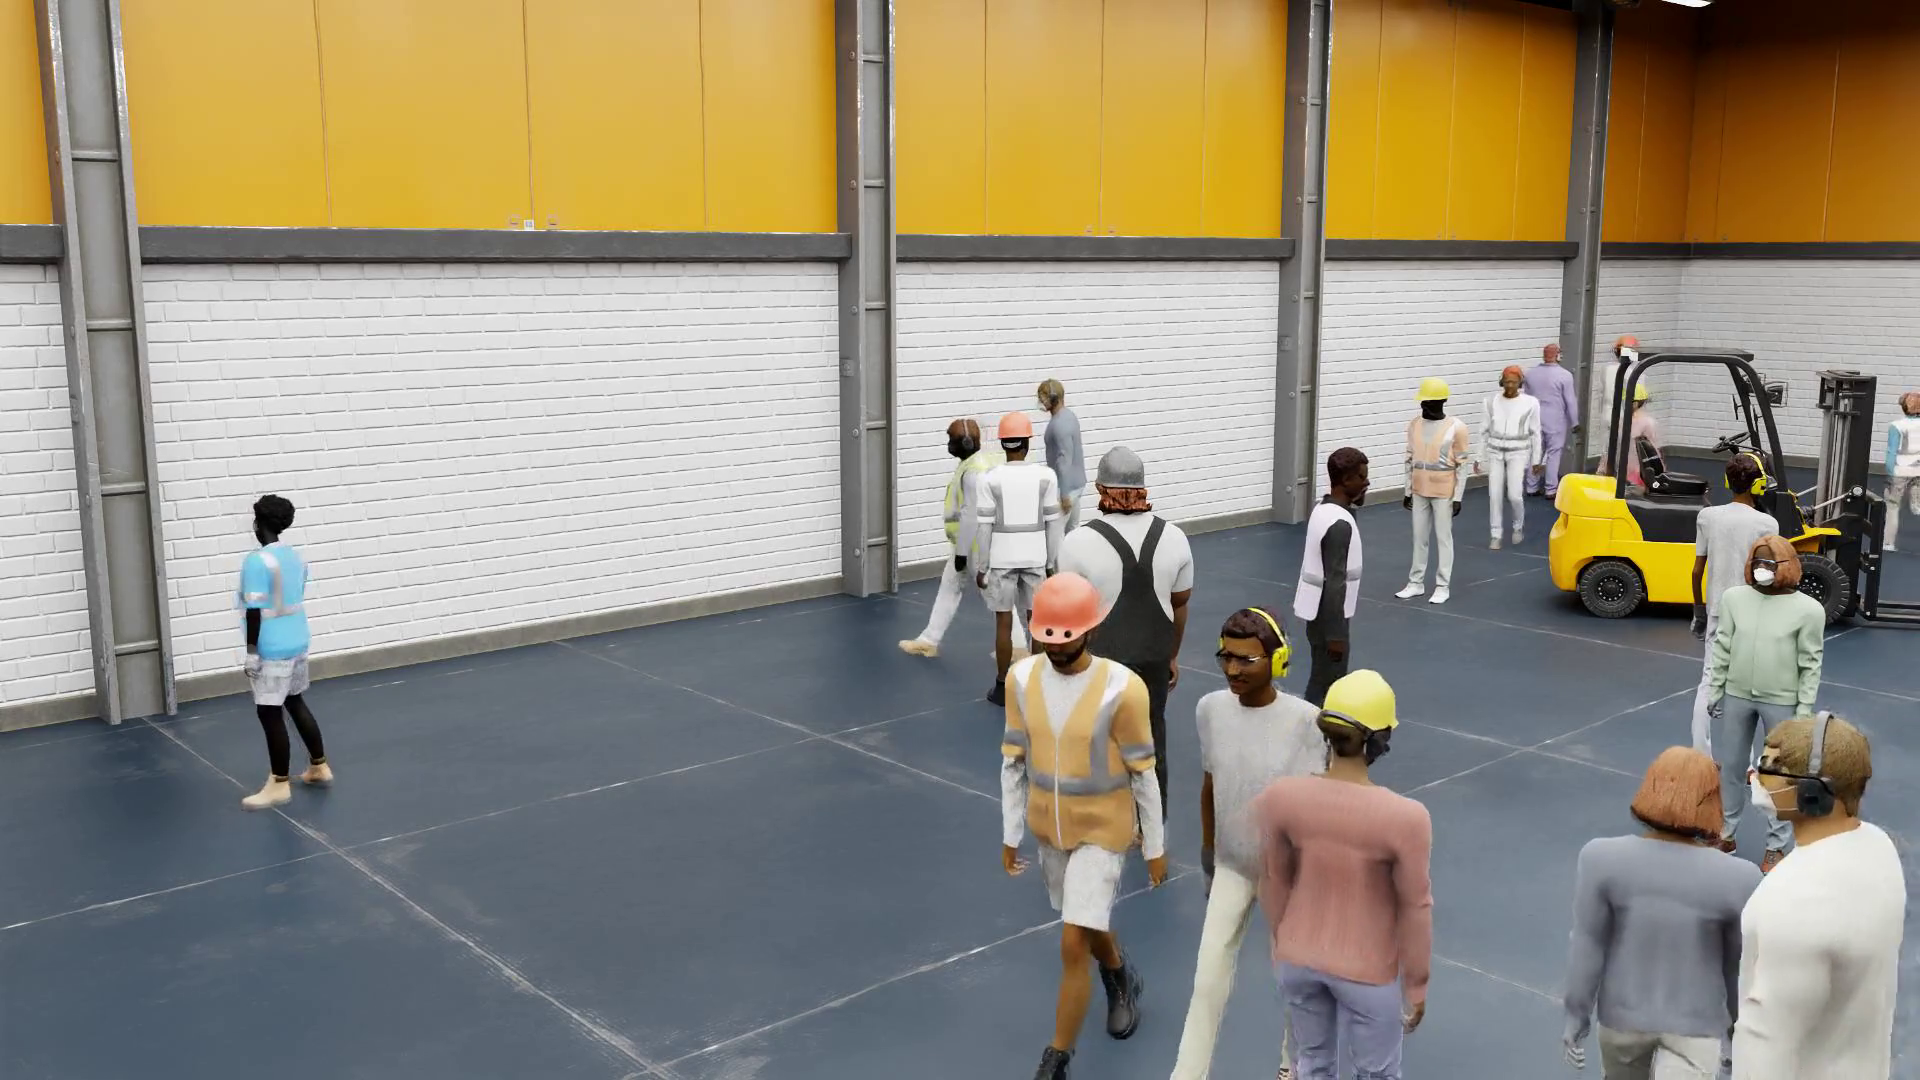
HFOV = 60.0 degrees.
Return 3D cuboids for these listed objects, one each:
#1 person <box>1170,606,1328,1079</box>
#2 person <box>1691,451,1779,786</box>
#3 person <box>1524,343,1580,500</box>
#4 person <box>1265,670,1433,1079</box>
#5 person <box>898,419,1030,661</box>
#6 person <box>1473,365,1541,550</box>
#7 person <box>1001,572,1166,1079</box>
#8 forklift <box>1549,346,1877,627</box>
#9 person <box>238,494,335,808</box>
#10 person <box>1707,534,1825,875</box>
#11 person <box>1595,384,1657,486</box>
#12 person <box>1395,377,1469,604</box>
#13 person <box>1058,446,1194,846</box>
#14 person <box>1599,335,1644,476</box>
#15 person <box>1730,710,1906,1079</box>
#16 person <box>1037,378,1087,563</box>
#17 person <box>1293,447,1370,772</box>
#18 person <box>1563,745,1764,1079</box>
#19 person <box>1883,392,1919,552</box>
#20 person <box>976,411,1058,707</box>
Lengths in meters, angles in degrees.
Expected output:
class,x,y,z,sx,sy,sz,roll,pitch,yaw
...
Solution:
class,x,y,z,sx,sy,sz,roll,pitch,yaw
person,0.943,1.121,5.460,0.492,1.818,0.986,7,12,34
person,4.324,0.438,9.275,0.329,1.873,0.516,-6,12,-33
person,7.136,-1.429,20.123,0.423,1.904,0.663,-7,12,-34
person,1.090,1.259,4.858,0.523,1.748,0.575,7,12,34
person,0.064,0.011,12.049,0.978,1.783,0.637,0,10,-1
person,5.485,-0.822,16.664,0.599,1.865,0.419,6,11,31
person,0.466,1.007,5.945,0.587,1.892,0.967,6,12,33
forklift,6.109,-0.478,13.691,2.313,2.155,1.214,3,10,16
person,-3.650,0.594,8.967,0.363,1.667,0.587,0,10,1
person,3.839,0.779,7.972,0.280,1.633,0.500,-9,13,-43
person,6.439,-0.655,16.122,0.911,1.722,0.531,-3,10,-17
person,4.021,-0.420,14.142,0.383,1.924,0.589,-8,13,-39
person,0.753,0.550,8.119,0.687,2.000,0.538,-3,10,-19
person,7.773,-1.391,19.542,0.430,2.015,0.602,-7,12,-34
person,2.007,1.332,3.971,0.921,1.904,0.644,8,13,40
person,0.878,-0.436,14.282,0.441,1.914,0.655,2,10,9
person,2.036,0.439,9.176,0.389,1.906,0.594,1,10,7
person,1.990,1.361,4.719,0.500,1.576,0.895,5,11,29
person,9.376,-0.642,16.353,0.518,1.612,0.677,-1,10,-7
person,0.363,0.127,10.906,0.547,1.934,0.375,-2,10,-11
